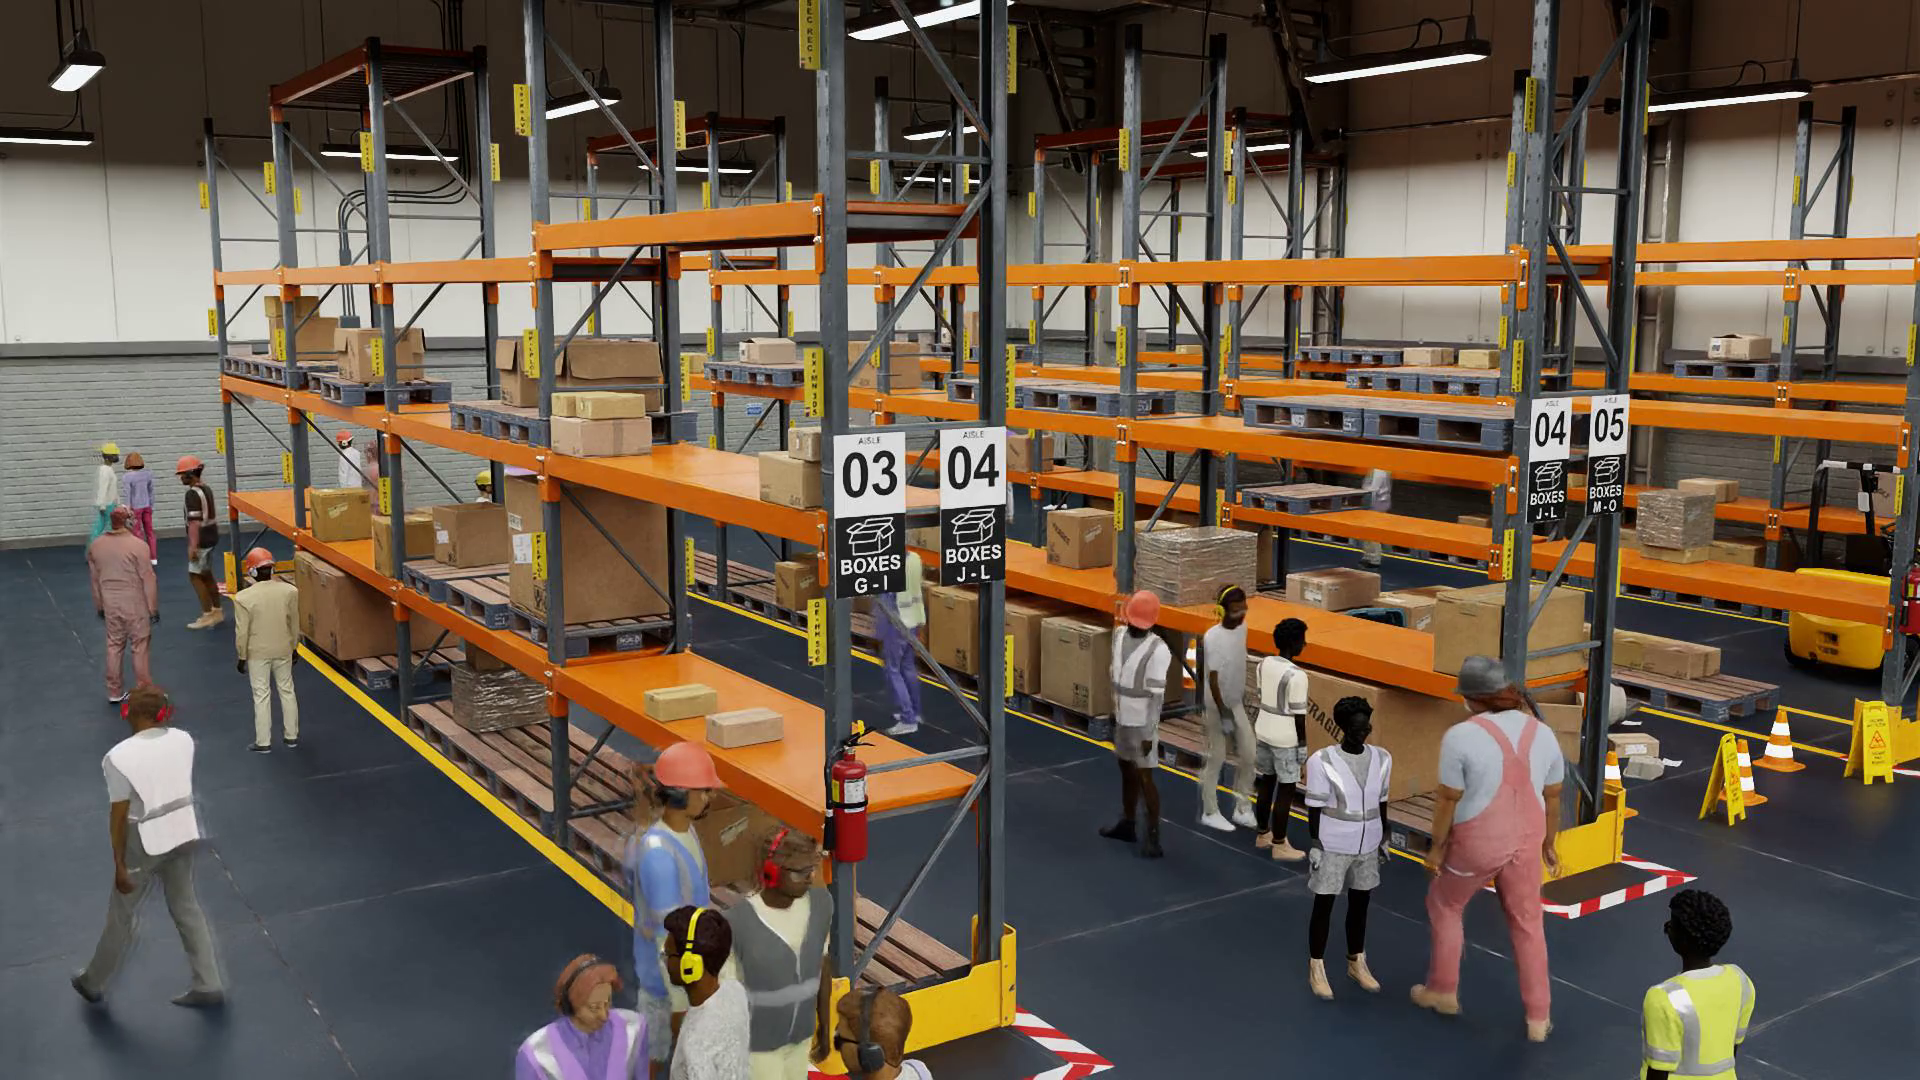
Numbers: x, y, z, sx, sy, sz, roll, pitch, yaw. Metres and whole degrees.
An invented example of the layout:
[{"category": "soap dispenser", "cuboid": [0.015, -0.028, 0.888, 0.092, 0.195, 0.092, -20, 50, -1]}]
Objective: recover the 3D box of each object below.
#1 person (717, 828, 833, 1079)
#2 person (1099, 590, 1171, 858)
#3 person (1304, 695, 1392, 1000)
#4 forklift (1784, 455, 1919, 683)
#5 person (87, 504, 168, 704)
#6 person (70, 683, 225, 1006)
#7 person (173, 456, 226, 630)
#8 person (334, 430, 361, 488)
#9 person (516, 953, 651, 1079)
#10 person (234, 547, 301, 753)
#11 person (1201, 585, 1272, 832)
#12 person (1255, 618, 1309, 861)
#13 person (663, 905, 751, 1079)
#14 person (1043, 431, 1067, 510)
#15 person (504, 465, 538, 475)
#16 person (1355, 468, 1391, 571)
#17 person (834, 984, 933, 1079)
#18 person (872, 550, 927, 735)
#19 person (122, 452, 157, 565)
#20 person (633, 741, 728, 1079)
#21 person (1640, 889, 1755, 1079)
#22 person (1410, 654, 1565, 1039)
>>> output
[{"category": "person", "cuboid": [-0.799, 2.010, 6.758, 0.818, 1.811, 0.575, 8, 12, 43]}, {"category": "person", "cuboid": [1.182, 1.248, 11.596, 0.375, 1.891, 0.696, -5, 10, -31]}, {"category": "person", "cuboid": [2.156, 1.692, 9.239, 0.532, 1.696, 0.318, -3, 9, -18]}, {"category": "forklift", "cuboid": [9.643, 0.253, 17.172, 2.313, 2.155, 1.214, -6, 10, -33]}, {"category": "person", "cuboid": [-7.874, 0.608, 15.759, 0.651, 1.906, 0.403, 2, 9, 11]}, {"category": "person", "cuboid": [-4.454, 1.671, 9.075, 0.883, 1.787, 0.584, 3, 9, 21]}, {"category": "person", "cuboid": [-8.837, 0.027, 19.278, 0.439, 2.016, 0.625, -1, 9, -9]}, {"category": "person", "cuboid": [-9.559, -0.847, 25.990, 0.349, 1.743, 0.563, 0, 9, 2]}, {"category": "person", "cuboid": [-1.378, 2.221, 6.040, 0.557, 1.607, 0.792, -6, 10, -34]}, {"category": "person", "cuboid": [-5.883, 0.928, 14.135, 0.324, 1.752, 0.562, 7, 11, 40]}, {"category": "person", "cuboid": [1.968, 1.220, 11.908, 0.551, 1.835, 0.654, -8, 12, -42]}, {"category": "person", "cuboid": [2.217, 1.368, 11.436, 0.321, 1.685, 0.539, -3, 9, -20]}, {"category": "person", "cuboid": [-0.867, 2.144, 5.651, 0.314, 1.869, 0.535, 1, 9, 5]}, {"category": "person", "cuboid": [1.723, -1.462, 29.702, 0.315, 1.860, 0.513, 8, 12, 44]}, {"category": "person", "cuboid": [-5.733, -0.307, 21.596, 0.598, 2.002, 0.976, -3, 9, -20]}, {"category": "person", "cuboid": [5.812, -0.484, 23.340, 0.419, 1.814, 0.587, 1, 9, 4]}, {"category": "person", "cuboid": [-0.245, 2.240, 5.097, 0.345, 1.846, 0.508, 2, 9, 14]}, {"category": "person", "cuboid": [-0.492, 0.771, 14.790, 0.451, 1.878, 0.666, 4, 10, 27]}, {"category": "person", "cuboid": [-11.633, -0.427, 23.557, 0.267, 1.632, 0.507, 3, 9, 21]}, {"category": "person", "cuboid": [-1.313, 1.854, 7.234, 1.041, 1.996, 0.611, 1, 9, 3]}, {"category": "person", "cuboid": [2.733, 2.139, 6.259, 0.535, 1.697, 0.318, -5, 10, -31]}, {"category": "person", "cuboid": [2.814, 1.579, 8.850, 0.779, 2.000, 0.776, -2, 9, -14]}]
